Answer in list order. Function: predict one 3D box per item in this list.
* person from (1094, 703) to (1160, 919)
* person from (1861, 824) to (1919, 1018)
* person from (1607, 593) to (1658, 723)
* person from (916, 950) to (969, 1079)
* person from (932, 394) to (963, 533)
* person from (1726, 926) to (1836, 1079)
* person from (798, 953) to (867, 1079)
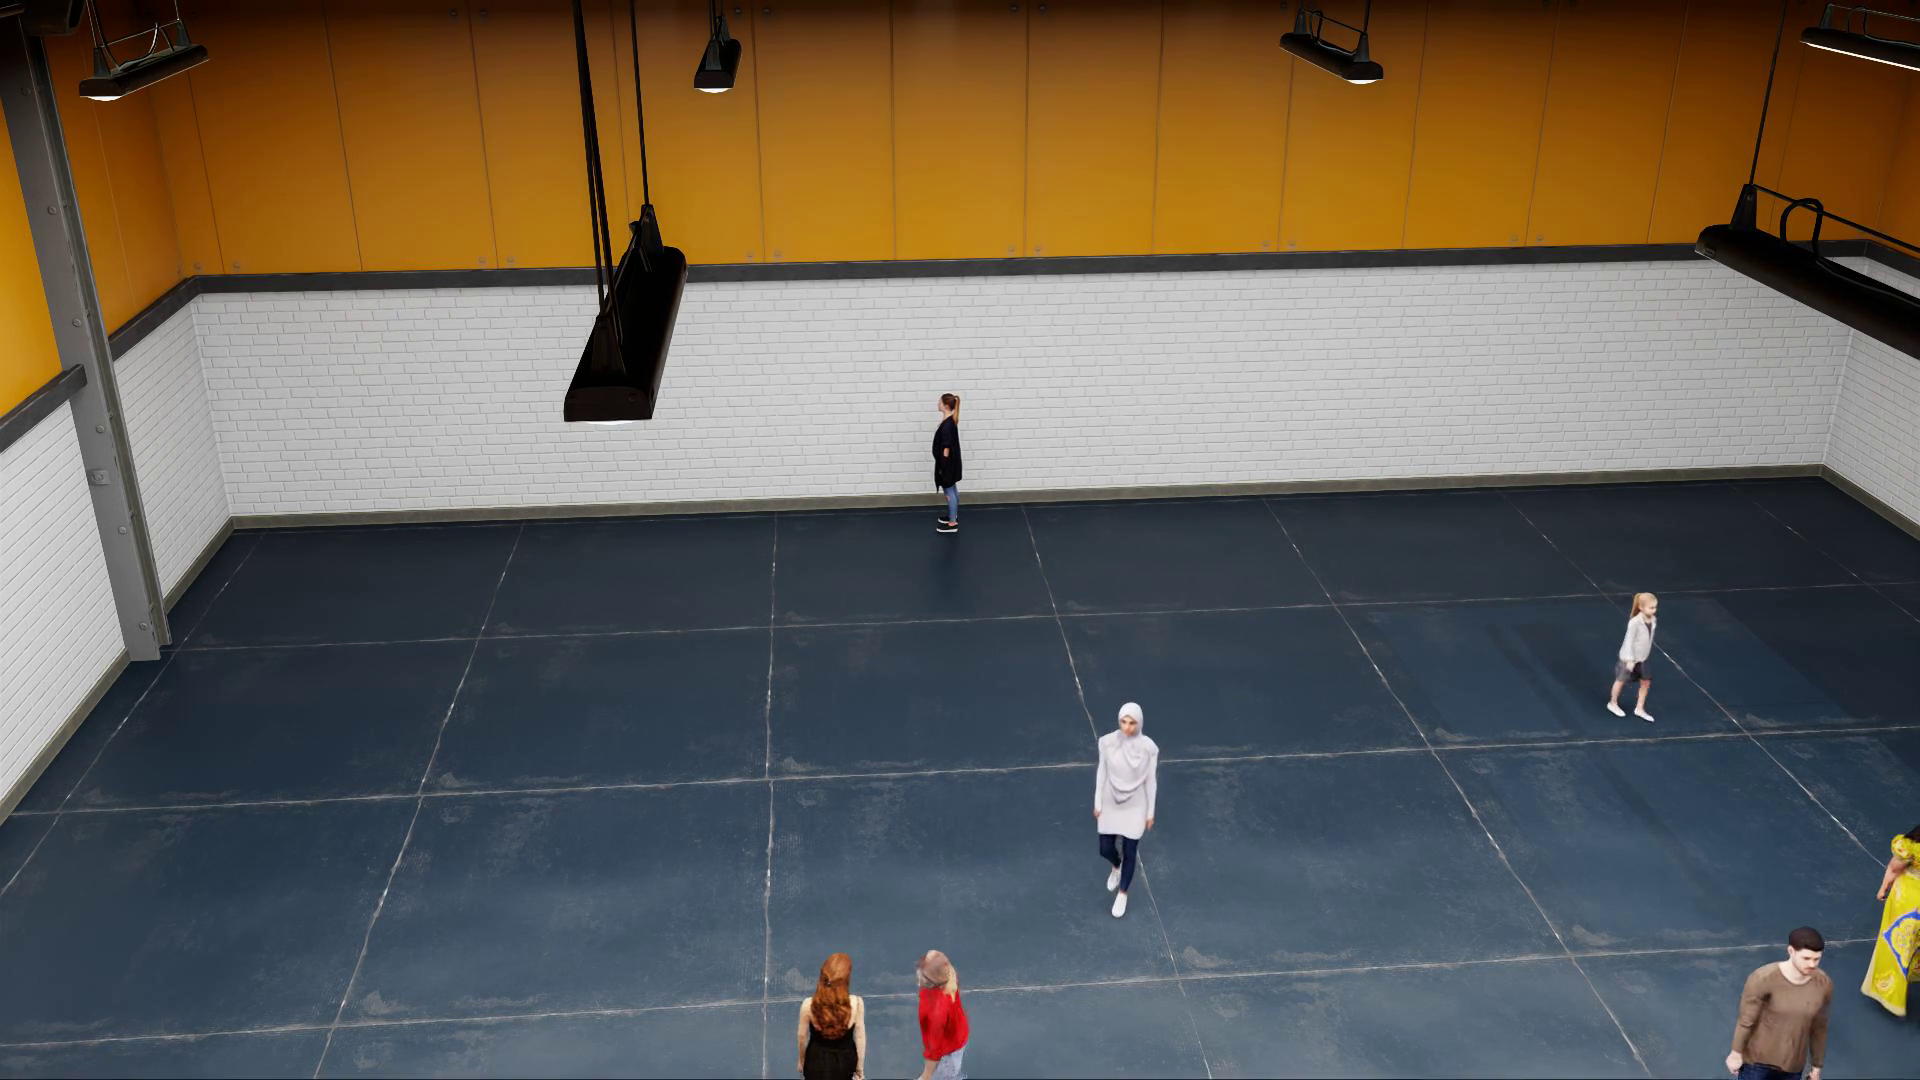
[{"bbox_3d":[1.264,1.992,12.644,0.746,1.770,0.808,7,25,16],"label":"person"},{"bbox_3d":[6.654,2.572,11.486,0.951,1.635,1.231,6,24,12],"label":"person"},{"bbox_3d":[6.217,1.048,15.440,0.610,1.260,0.712,-8,25,-18],"label":"person"},{"bbox_3d":[-0.077,3.111,10.198,0.814,1.679,0.551,9,25,19],"label":"person"},{"bbox_3d":[-0.124,-0.911,19.394,0.736,1.683,0.581,4,24,8],"label":"person"},{"bbox_3d":[4.876,3.067,10.055,0.670,1.875,0.607,0,24,-1],"label":"person"},{"bbox_3d":[-0.762,3.252,9.993,0.730,1.584,1.112,-9,25,-19],"label":"person"}]
